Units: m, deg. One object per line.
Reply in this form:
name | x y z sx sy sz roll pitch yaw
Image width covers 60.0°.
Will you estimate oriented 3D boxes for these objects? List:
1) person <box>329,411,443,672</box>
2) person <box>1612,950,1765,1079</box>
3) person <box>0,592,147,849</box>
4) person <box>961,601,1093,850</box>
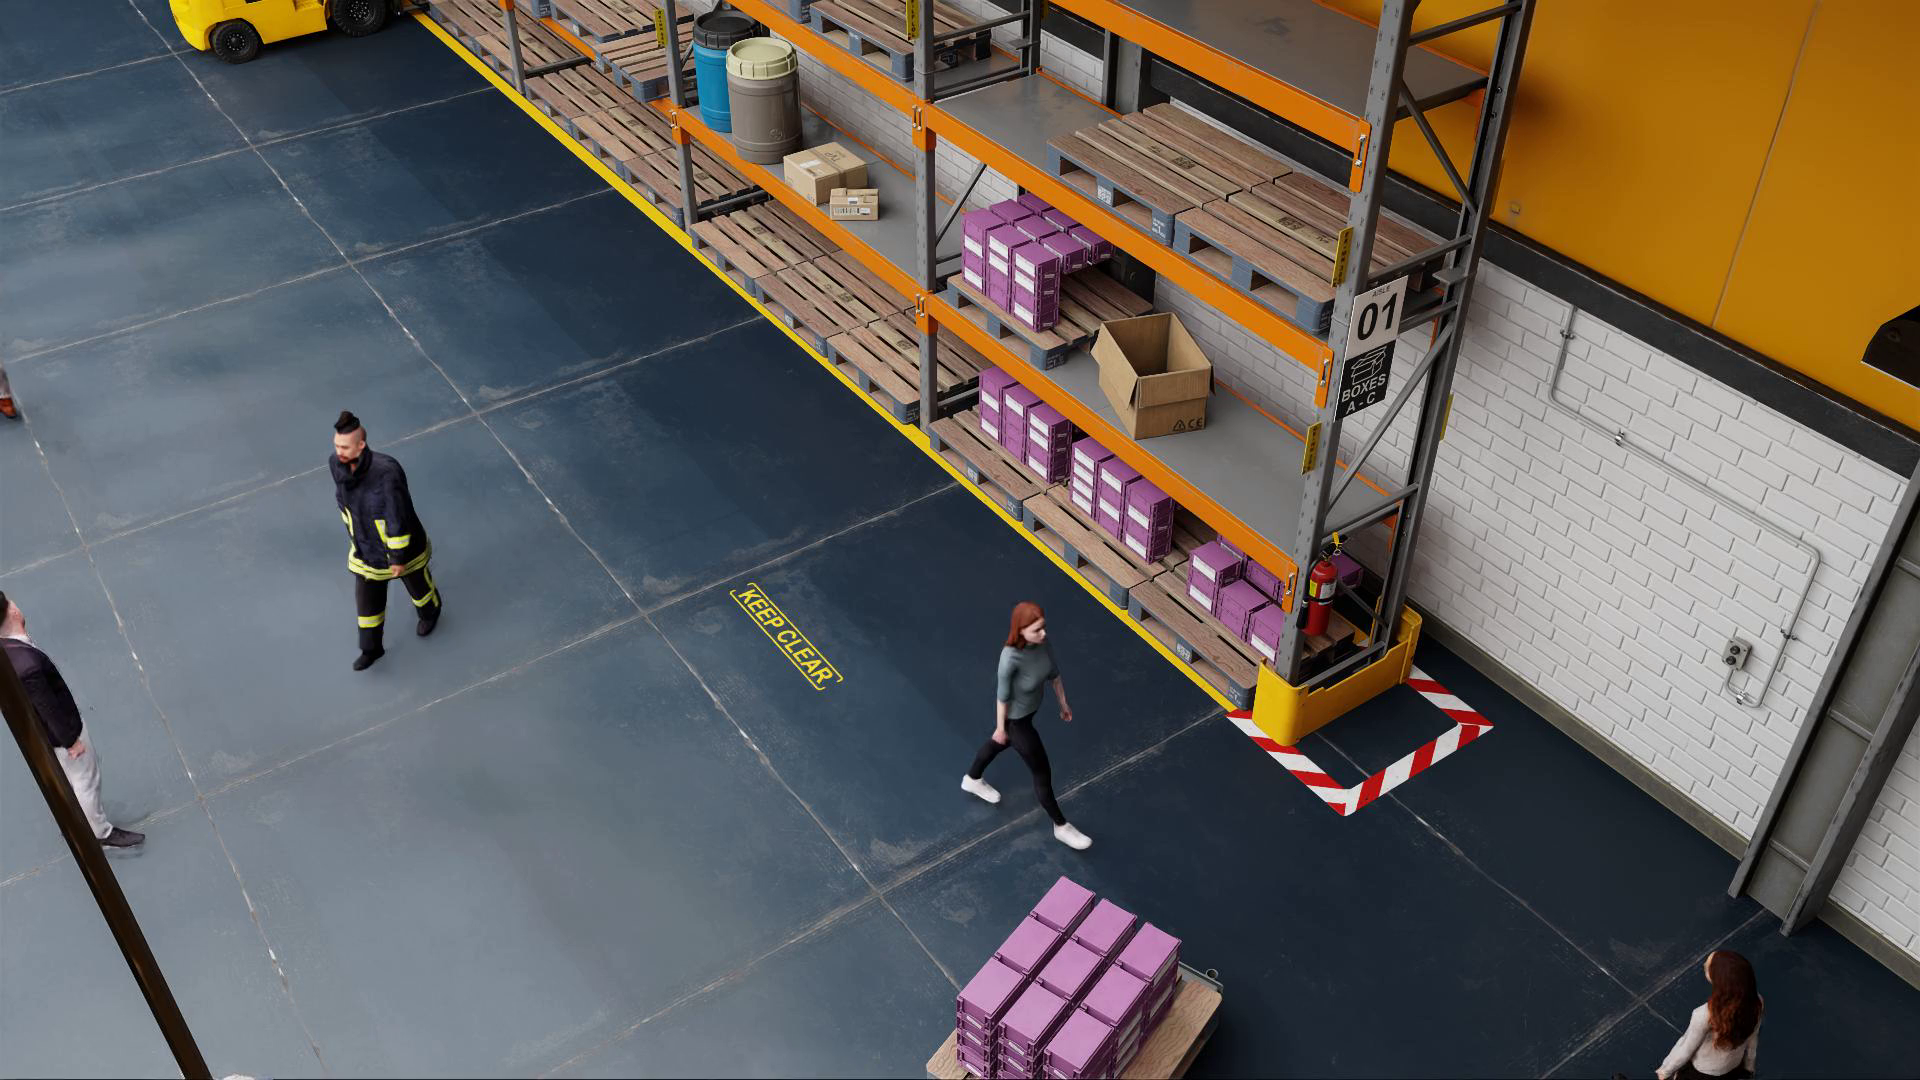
person | -3.693 -0.090 10.819 1.117 1.832 1.161 8 39 10
person | 3.596 2.556 7.817 0.659 1.442 0.993 -14 41 -17
person | -5.099 1.069 9.377 0.824 1.819 0.592 -19 43 -23
person | 0.293 0.989 9.578 1.218 1.693 0.886 23 44 26
